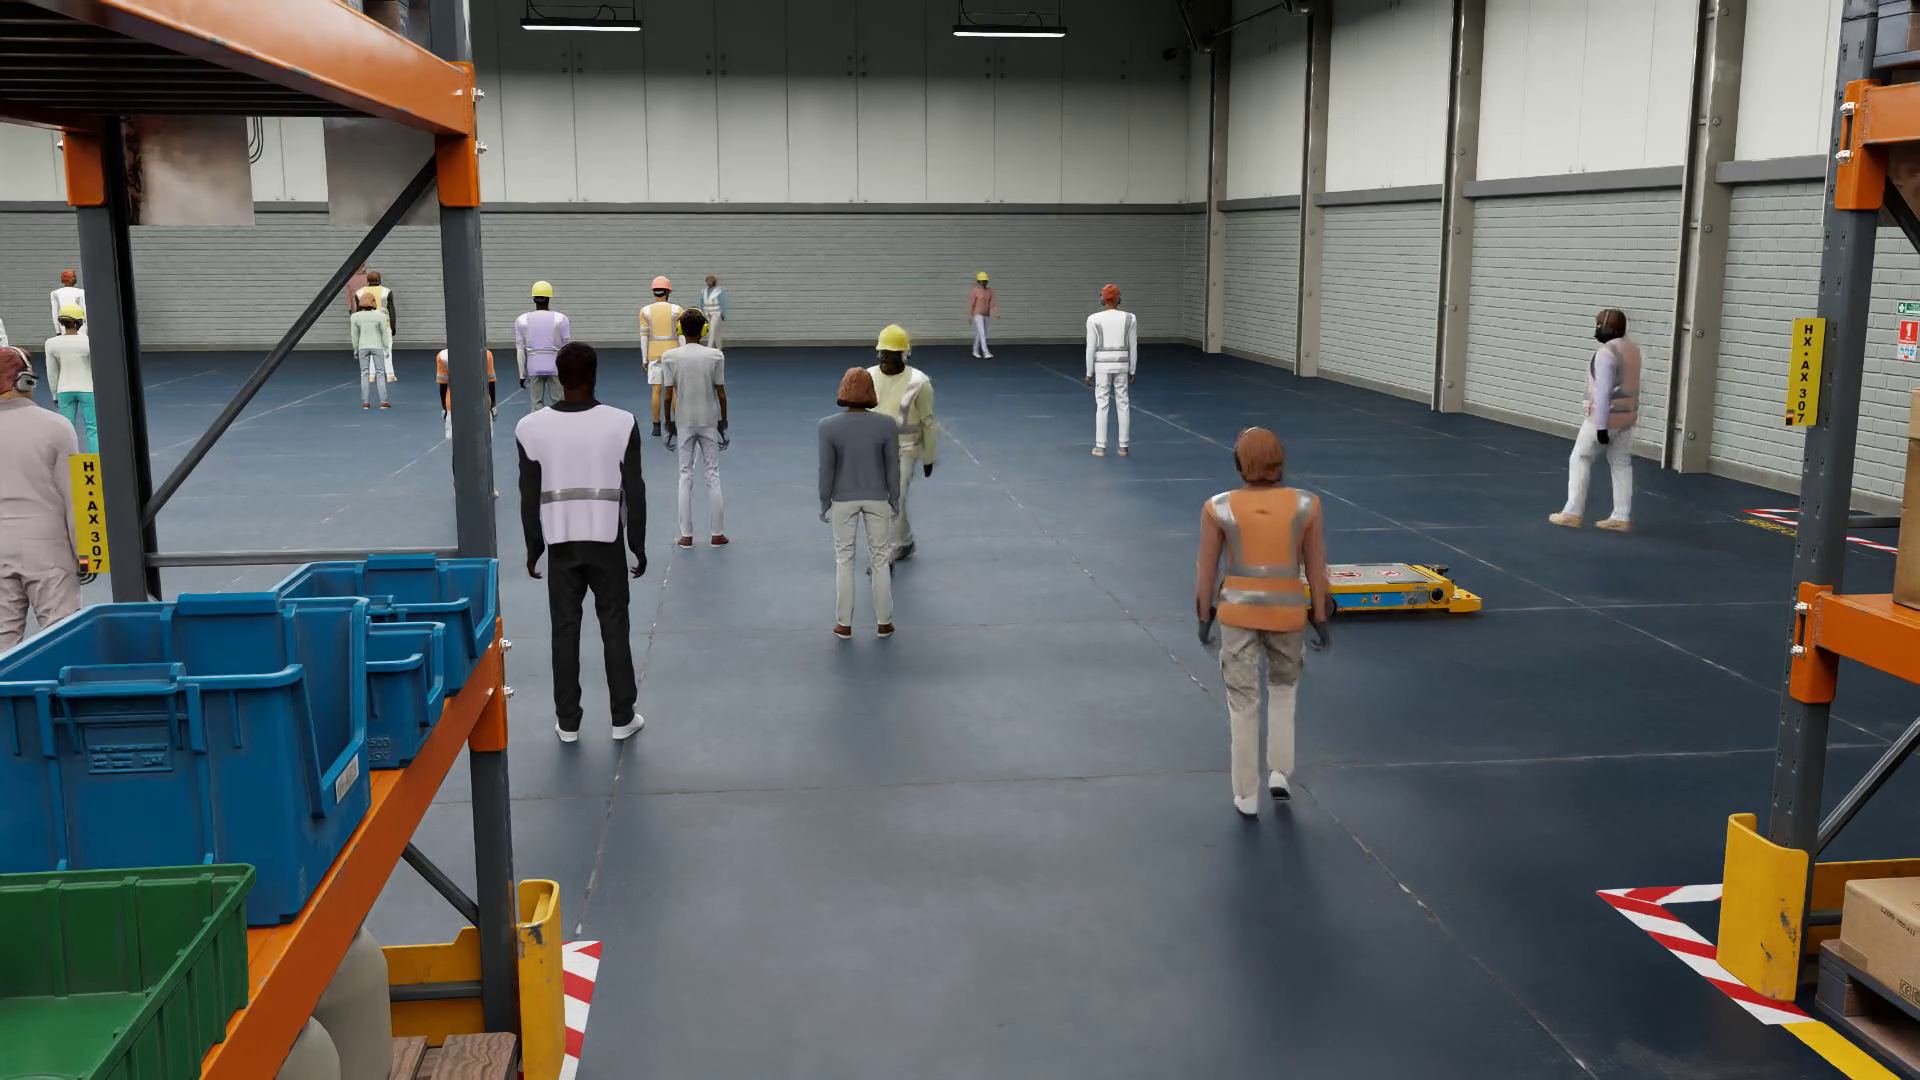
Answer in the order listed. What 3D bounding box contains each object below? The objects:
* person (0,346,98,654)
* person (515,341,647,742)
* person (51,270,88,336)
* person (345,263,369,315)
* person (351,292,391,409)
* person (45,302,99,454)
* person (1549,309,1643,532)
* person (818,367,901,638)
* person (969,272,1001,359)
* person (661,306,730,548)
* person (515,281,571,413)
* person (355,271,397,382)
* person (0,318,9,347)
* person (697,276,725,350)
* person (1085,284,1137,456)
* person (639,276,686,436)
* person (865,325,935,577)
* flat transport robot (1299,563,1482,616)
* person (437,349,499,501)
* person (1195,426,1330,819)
[{"bbox_3d":[-4.372,0.048,7.800,0.638,1.902,0.406,-1,10,-6],"label":"person"},{"bbox_3d":[-1.787,0.018,7.925,0.588,1.913,0.390,-1,10,-6],"label":"person"},{"bbox_3d":[-14.129,-3.358,26.515,0.573,1.883,0.354,-1,10,-6],"label":"person"},{"bbox_3d":[-12.404,-4.837,34.578,0.638,1.902,0.406,-1,10,-6],"label":"person"},{"bbox_3d":[-8.263,-2.655,23.340,0.499,1.634,0.278,-1,10,-6],"label":"person"},{"bbox_3d":[-8.624,-1.432,16.273,0.524,1.769,0.316,-1,10,-6],"label":"person"},{"bbox_3d":[5.246,-0.988,13.705,0.628,1.813,0.758,-8,13,-38],"label":"person"},{"bbox_3d":[-0.603,-0.219,9.989,0.499,1.634,0.278,-1,10,-6],"label":"person"},{"bbox_3d":[0.443,-4.441,32.924,0.527,1.715,0.937,-7,13,-34],"label":"person"},{"bbox_3d":[-2.045,-0.867,12.891,0.520,1.874,0.327,-1,10,-6],"label":"person"},{"bbox_3d":[-4.497,-1.835,18.038,0.585,1.929,0.371,-1,10,-6],"label":"person"},{"bbox_3d":[-9.684,-3.544,27.645,0.620,1.845,0.429,-1,10,-6],"label":"person"},{"bbox_3d":[-13.473,-2.563,22.999,0.910,1.574,0.503,9,14,41],"label":"person"},{"bbox_3d":[-5.146,-4.693,34.634,0.507,1.591,0.879,6,12,28],"label":"person"},{"bbox_3d":[1.664,-1.861,18.301,0.573,1.886,0.354,-1,10,-6],"label":"person"},{"bbox_3d":[-3.586,-2.216,20.134,0.543,1.928,0.374,-1,10,-6],"label":"person"},{"bbox_3d":[-0.479,-0.661,11.992,0.589,1.793,0.932,5,12,28],"label":"person"},{"bbox_3d":[2.570,0.315,10.798,1.431,0.197,0.652,-1,10,-7],"label":"flat transport robot"},{"bbox_3d":[-4.485,-1.199,15.184,0.531,1.698,0.320,-1,10,-6],"label":"person"},{"bbox_3d":[1.251,0.340,6.930,0.552,1.620,0.431,1,10,4],"label":"person"}]
